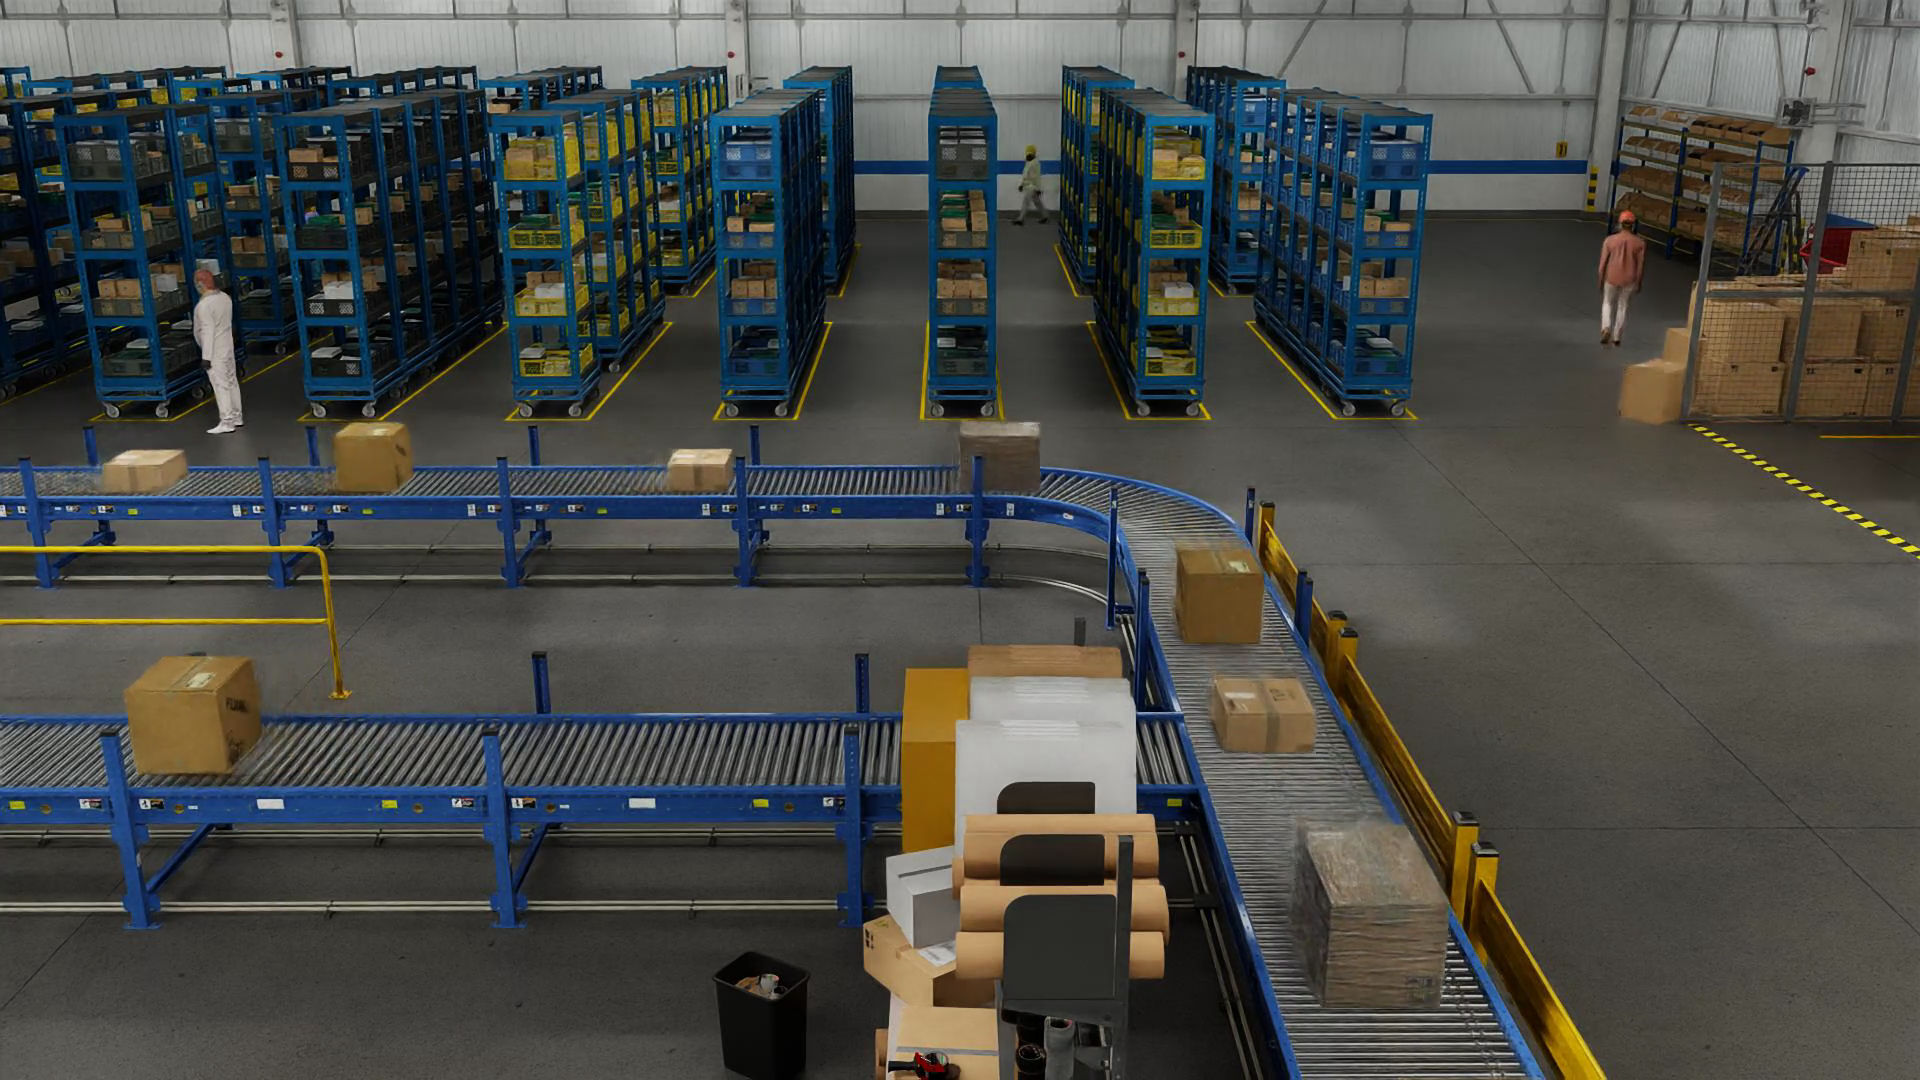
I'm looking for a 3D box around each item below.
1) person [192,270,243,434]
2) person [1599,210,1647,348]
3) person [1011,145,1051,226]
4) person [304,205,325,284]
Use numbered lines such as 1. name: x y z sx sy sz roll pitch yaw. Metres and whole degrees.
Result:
1. person: -8.648 -2.189 19.308 0.407 1.902 0.639 0 18 0
2. person: 9.581 -3.780 24.093 0.609 1.969 0.463 7 19 21
3. person: 1.635 -7.934 37.212 0.955 1.787 0.579 -4 18 -12
4. person: -10.499 -4.668 27.043 0.390 1.838 0.562 0 18 0
